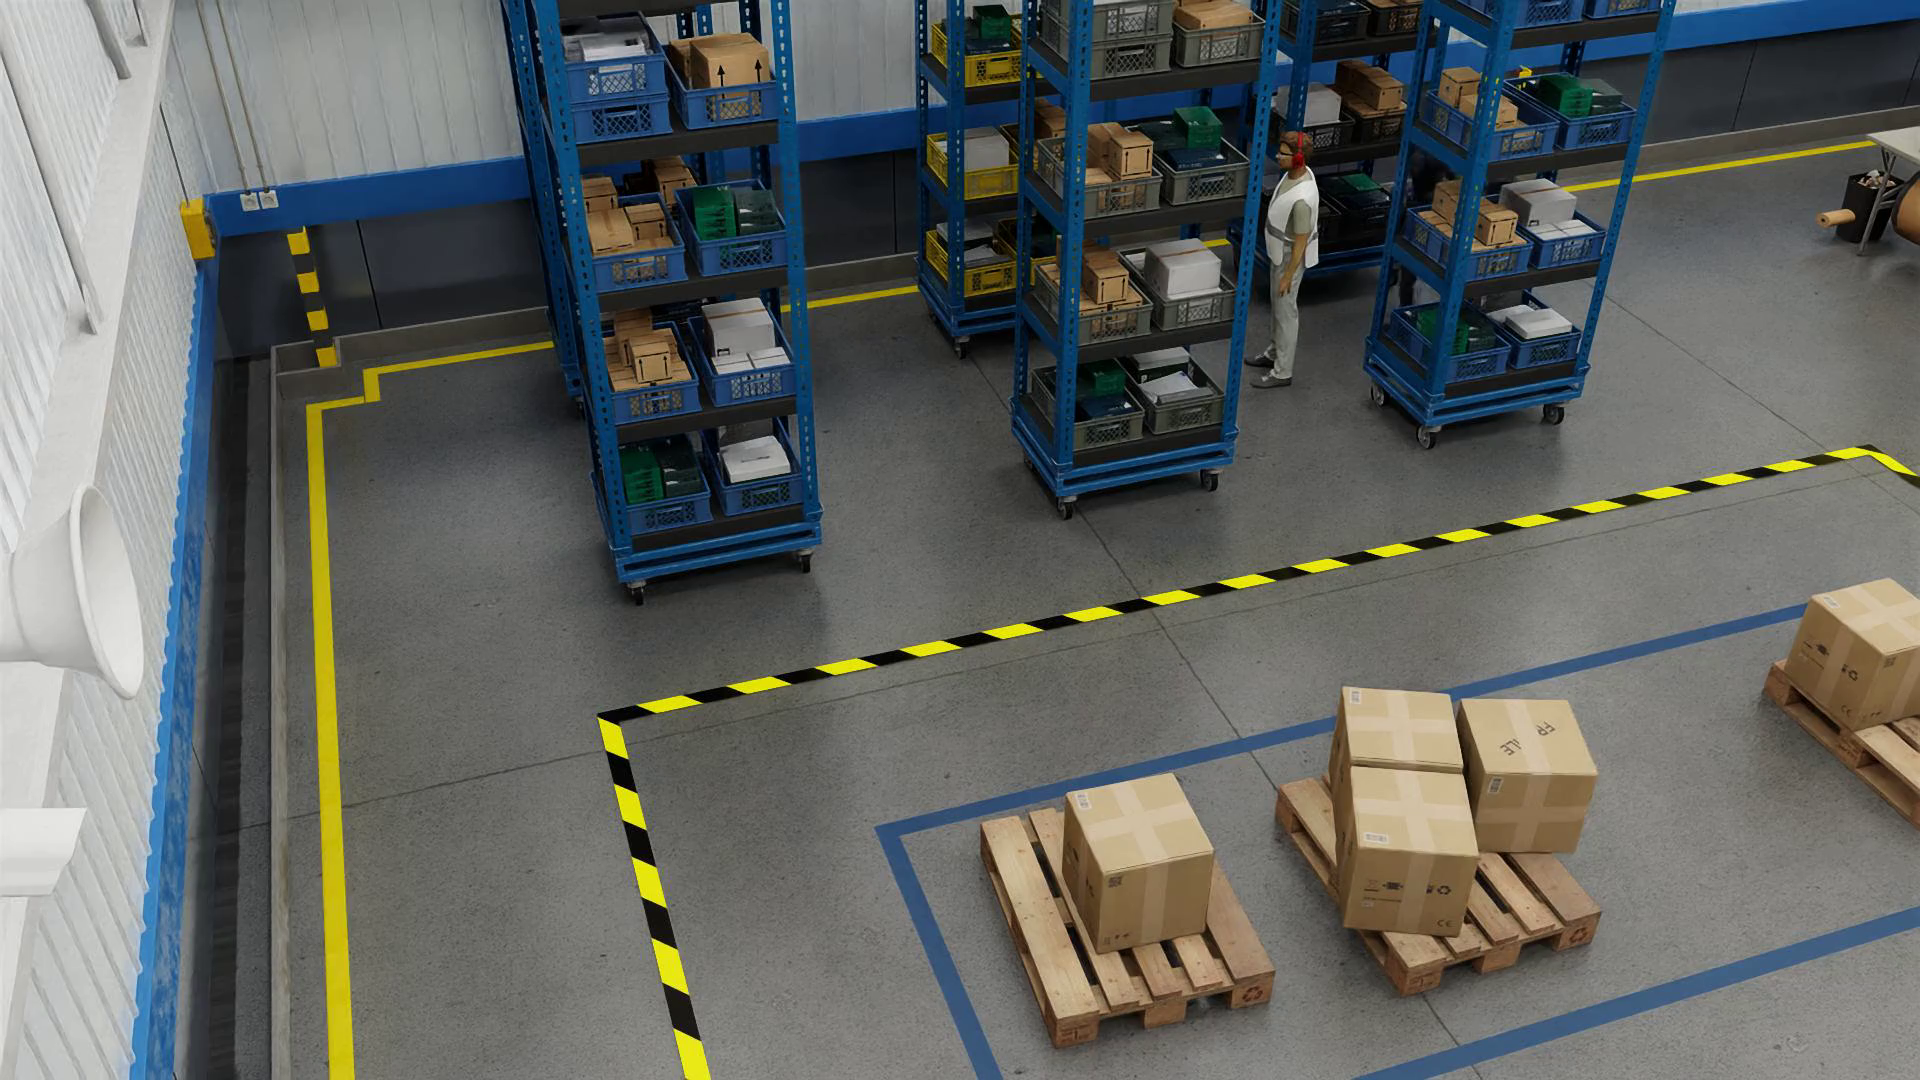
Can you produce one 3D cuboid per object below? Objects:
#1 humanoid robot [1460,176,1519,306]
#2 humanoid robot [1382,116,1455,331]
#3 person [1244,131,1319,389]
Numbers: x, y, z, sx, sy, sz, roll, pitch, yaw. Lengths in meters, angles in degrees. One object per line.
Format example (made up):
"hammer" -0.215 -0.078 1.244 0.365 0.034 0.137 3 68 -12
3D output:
"humanoid robot" 3.717 -2.069 11.798 0.617 1.645 0.609 -2 35 -2
"humanoid robot" 3.319 -2.343 12.167 0.605 1.637 0.612 -18 39 -24
"person" 2.247 -1.914 11.400 0.391 1.846 0.563 1 35 2
